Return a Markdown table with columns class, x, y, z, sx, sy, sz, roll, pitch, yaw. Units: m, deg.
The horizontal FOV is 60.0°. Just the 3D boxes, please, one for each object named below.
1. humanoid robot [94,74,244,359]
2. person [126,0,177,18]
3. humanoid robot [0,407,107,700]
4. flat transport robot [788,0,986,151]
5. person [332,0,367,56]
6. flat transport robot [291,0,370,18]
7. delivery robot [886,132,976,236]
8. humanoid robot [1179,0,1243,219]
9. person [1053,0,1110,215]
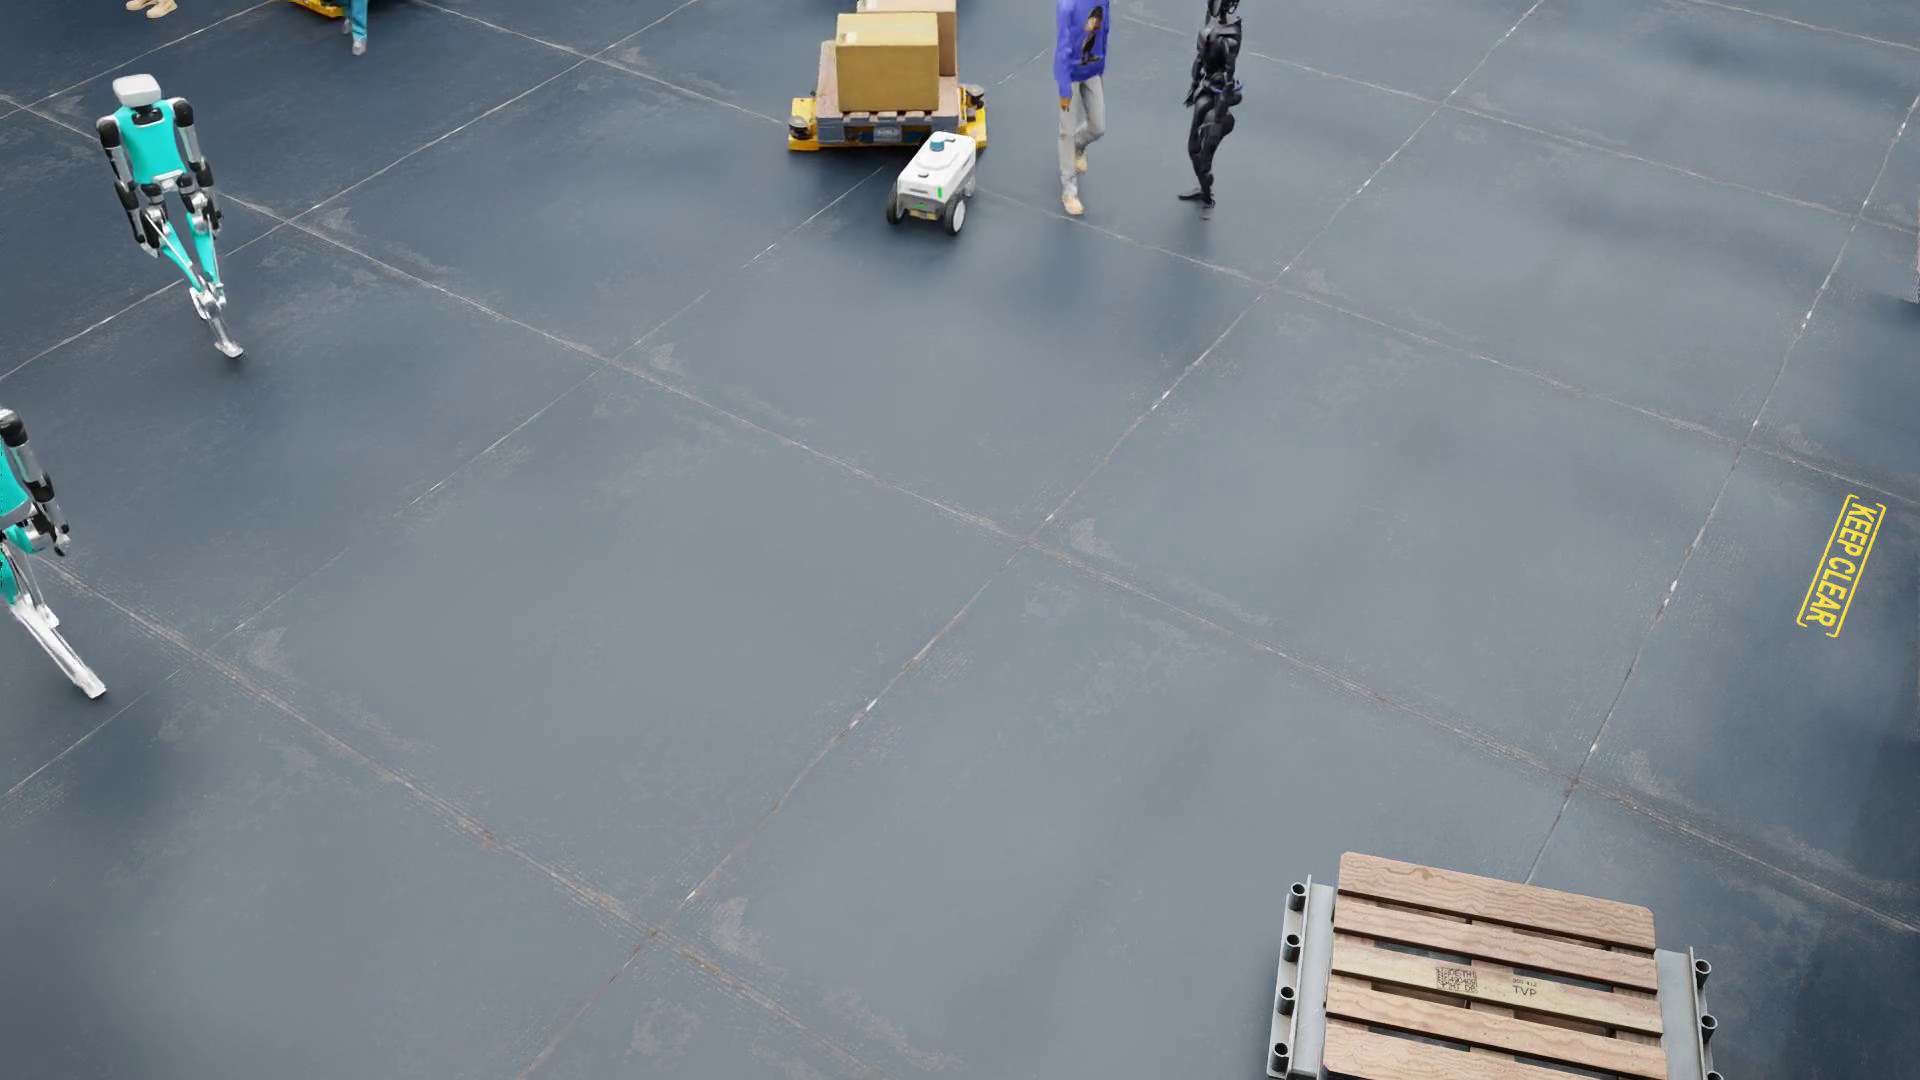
| class | x | y | z | sx | sy | sz | roll | pitch | yaw |
| --- | --- | --- | --- | --- | --- | --- | --- | --- | --- |
| humanoid robot | -4.492 | -1.813 | 9.710 | 0.559 | 1.732 | 1.023 | -32 | 51 | -30 |
| person | -6.733 | -5.083 | 13.358 | 0.481 | 1.747 | 0.327 | 27 | 49 | 27 |
| humanoid robot | -4.548 | -0.069 | 7.792 | 1.034 | 1.776 | 0.533 | 31 | 50 | 30 |
| flat transport robot | -0.531 | -3.114 | 12.264 | 1.431 | 0.231 | 0.659 | -1 | 42 | -1 |
| person | -4.791 | -4.646 | 12.820 | 0.651 | 1.810 | 0.483 | -1 | 42 | -1 |
| flat transport robot | -4.995 | -4.866 | 14.224 | 0.659 | 0.231 | 1.431 | 27 | 48 | 27 |
| delivery robot | -0.155 | -2.475 | 11.311 | 0.499 | 0.563 | 0.738 | 14 | 44 | 15 |
| humanoid robot | 1.661 | -2.911 | 10.994 | 0.338 | 1.642 | 0.591 | -10 | 43 | -11 |
| person | 0.789 | -3.120 | 11.092 | 0.456 | 1.854 | 0.543 | -20 | 46 | -21 |
